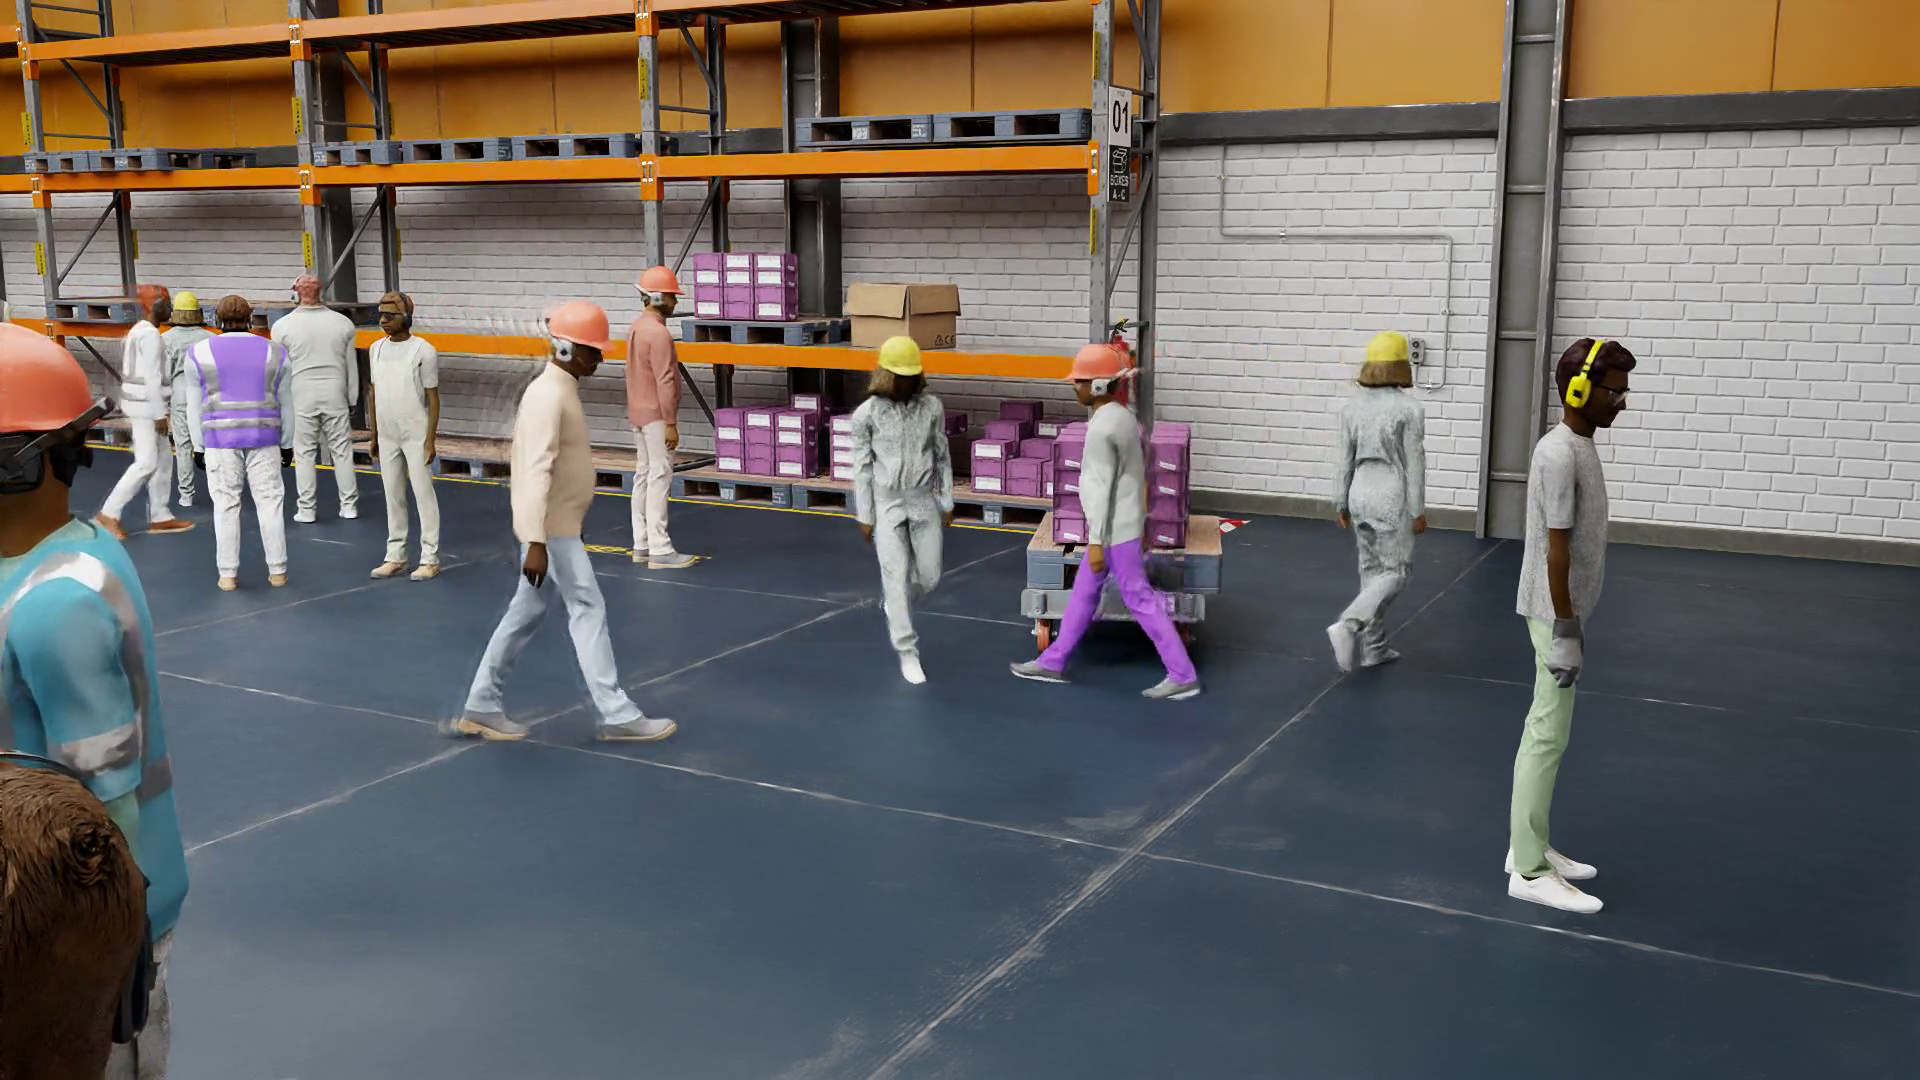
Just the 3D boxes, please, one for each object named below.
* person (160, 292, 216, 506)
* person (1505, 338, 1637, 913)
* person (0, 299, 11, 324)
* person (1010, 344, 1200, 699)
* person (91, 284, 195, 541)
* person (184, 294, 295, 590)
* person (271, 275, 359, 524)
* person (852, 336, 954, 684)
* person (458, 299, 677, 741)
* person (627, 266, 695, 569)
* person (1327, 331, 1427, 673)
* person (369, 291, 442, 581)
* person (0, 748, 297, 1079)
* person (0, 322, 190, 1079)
[{"bbox_3d":[-6.268,-1.150,13.591,0.492,1.742,0.324,-5,11,-25],"label":"person"},{"bbox_3d":[2.003,0.270,5.479,0.328,1.865,0.521,4,11,19],"label":"person"},{"bbox_3d":[-9.627,-1.752,16.388,0.589,1.927,0.369,-9,14,-41],"label":"person"},{"bbox_3d":[0.717,-0.088,7.926,0.952,1.690,0.570,2,11,12],"label":"person"},{"bbox_3d":[-6.030,-0.931,12.116,0.670,1.855,0.600,-6,12,-29],"label":"person"},{"bbox_3d":[-4.468,-0.604,10.369,0.619,1.836,0.431,-6,12,-30],"label":"person"},{"bbox_3d":[-4.946,-1.075,12.772,0.648,1.900,0.401,-7,13,-35],"label":"person"},{"bbox_3d":[-0.305,-0.166,8.272,0.537,1.708,0.598,-5,11,-24],"label":"person"},{"bbox_3d":[-1.759,-0.064,7.152,0.826,1.956,0.660,-2,10,-10],"label":"person"},{"bbox_3d":[-2.004,-0.812,11.054,0.395,1.990,0.619,-6,12,-29],"label":"person"},{"bbox_3d":[2.061,-0.179,8.314,0.615,1.724,0.492,-8,13,-36],"label":"person"},{"bbox_3d":[-3.550,-0.656,10.608,0.508,1.846,0.345,3,11,17],"label":"person"},{"bbox_3d":[-0.628,1.050,1.251,0.329,1.844,0.509,4,11,22],"label":"person"},{"bbox_3d":[-1.565,0.648,2.913,0.394,2.044,0.609,-6,12,-28],"label":"person"}]
